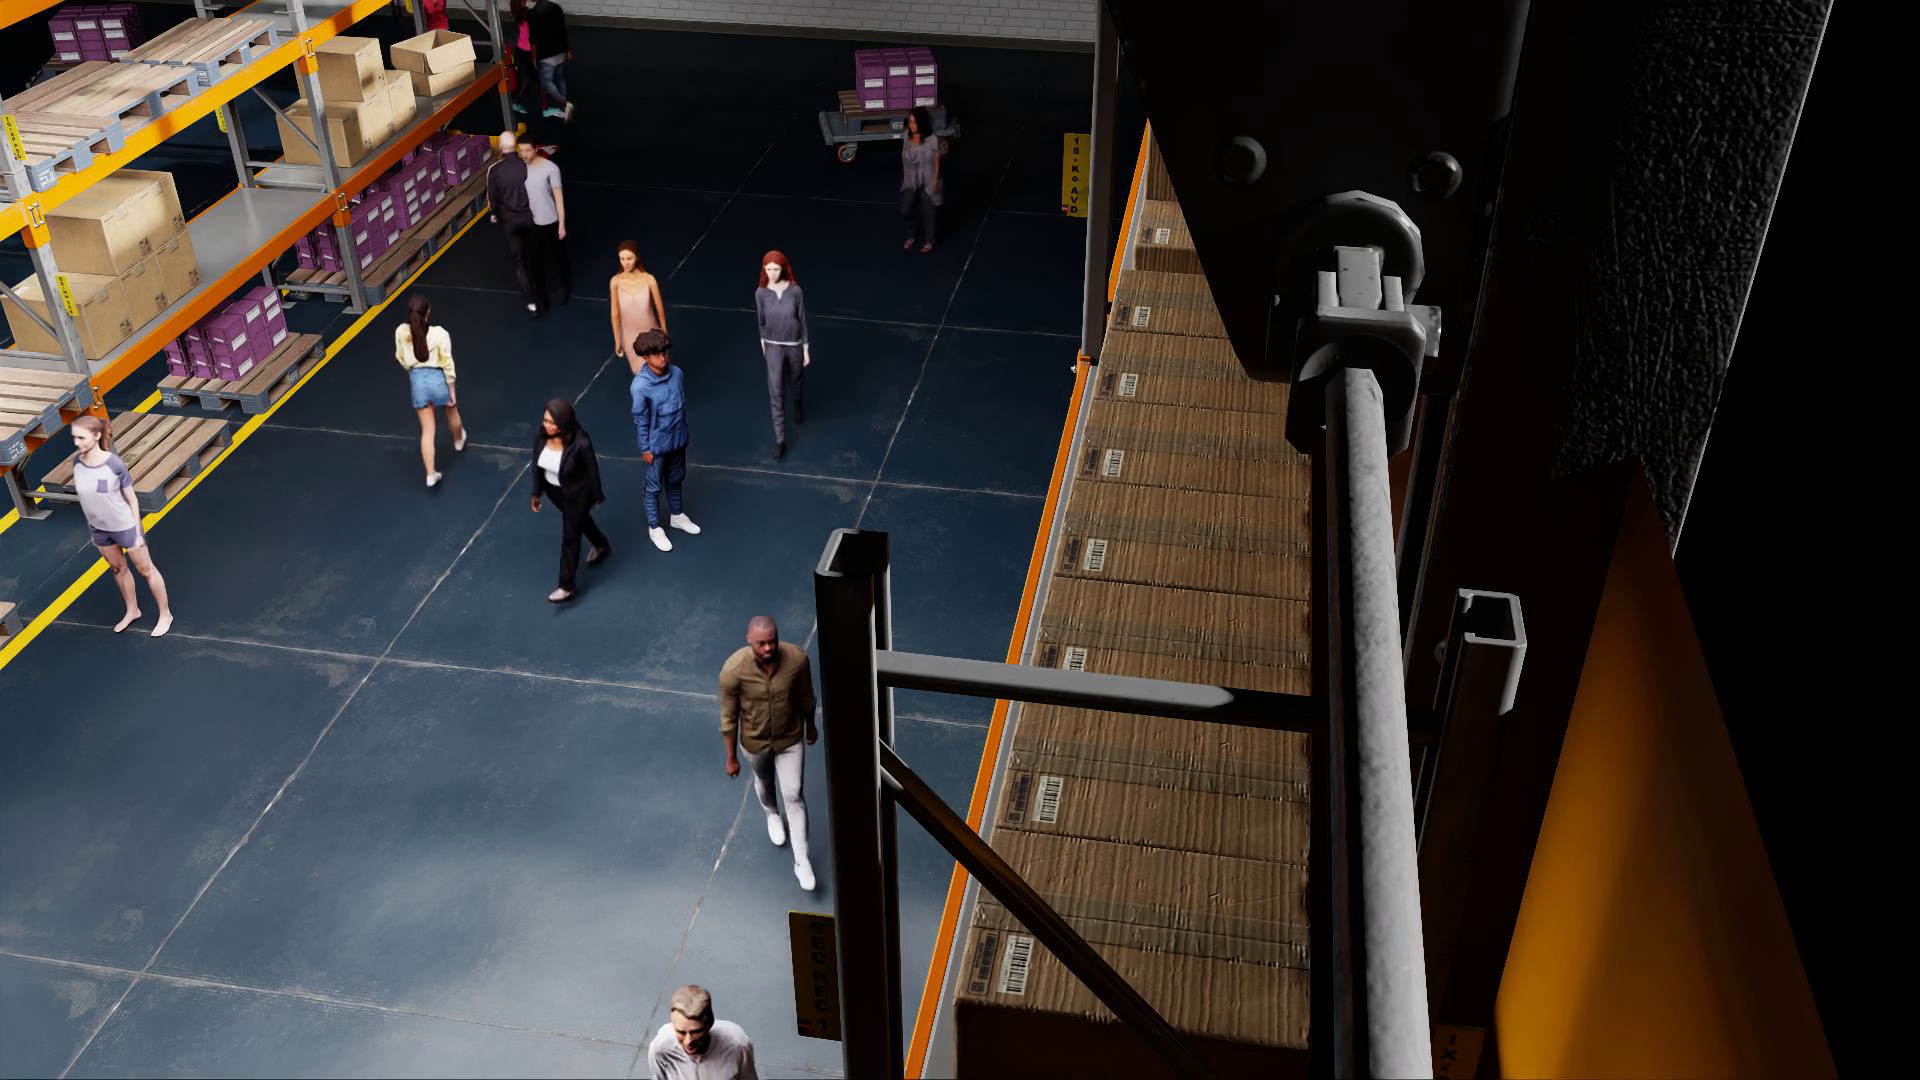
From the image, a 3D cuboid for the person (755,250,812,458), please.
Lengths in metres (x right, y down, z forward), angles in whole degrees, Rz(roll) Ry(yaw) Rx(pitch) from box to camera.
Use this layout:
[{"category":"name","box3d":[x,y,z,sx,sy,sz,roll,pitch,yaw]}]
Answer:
[{"category":"person","box3d":[-1.479,-1.667,14.252,0.749,1.730,1.188,0,34,1]}]

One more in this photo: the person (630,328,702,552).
[{"category":"person","box3d":[-2.311,-0.808,12.887,0.816,1.811,0.691,25,41,32]}]

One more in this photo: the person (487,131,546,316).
[{"category":"person","box3d":[-4.287,-3.056,16.274,1.010,1.805,1.137,-14,36,-20]}]

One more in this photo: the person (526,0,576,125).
[{"category":"person","box3d":[-5.094,-6.093,20.869,1.026,1.777,1.015,23,40,31]}]

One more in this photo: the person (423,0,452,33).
[{"category":"person","box3d":[-6.897,-6.602,21.814,1.070,1.578,1.099,28,43,35]}]

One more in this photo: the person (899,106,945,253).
[{"category":"person","box3d":[-0.351,-3.847,17.654,0.722,1.595,0.757,17,37,24]}]

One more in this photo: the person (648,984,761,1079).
[{"category":"person","box3d":[-1.147,2.629,7.723,0.765,1.803,0.830,-5,34,-7]}]

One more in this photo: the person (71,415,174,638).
[{"category":"person","box3d":[-6.017,-0.111,11.877,0.580,1.767,0.558,7,34,11]}]

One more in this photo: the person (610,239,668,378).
[{"category":"person","box3d":[-2.725,-1.769,14.327,0.612,1.818,0.642,-1,34,-1]}]

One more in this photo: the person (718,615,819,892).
[{"category":"person","box3d":[-1.141,1.139,9.973,1.016,1.794,1.197,-8,34,-11]}]

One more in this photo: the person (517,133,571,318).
[{"category":"person","box3d":[-4.068,-3.190,16.453,0.711,1.830,0.868,3,34,5]}]

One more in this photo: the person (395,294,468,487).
[{"category":"person","box3d":[-4.385,-1.209,13.692,0.834,1.587,1.213,-2,34,-2]}]

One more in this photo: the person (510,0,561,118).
[{"category":"person","box3d":[-5.508,-6.163,21.029,0.967,1.715,0.856,-28,43,-35]}]

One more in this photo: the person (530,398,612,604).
[{"category":"person","box3d":[-2.880,-0.389,12.474,0.809,1.570,1.173,14,36,20]}]
